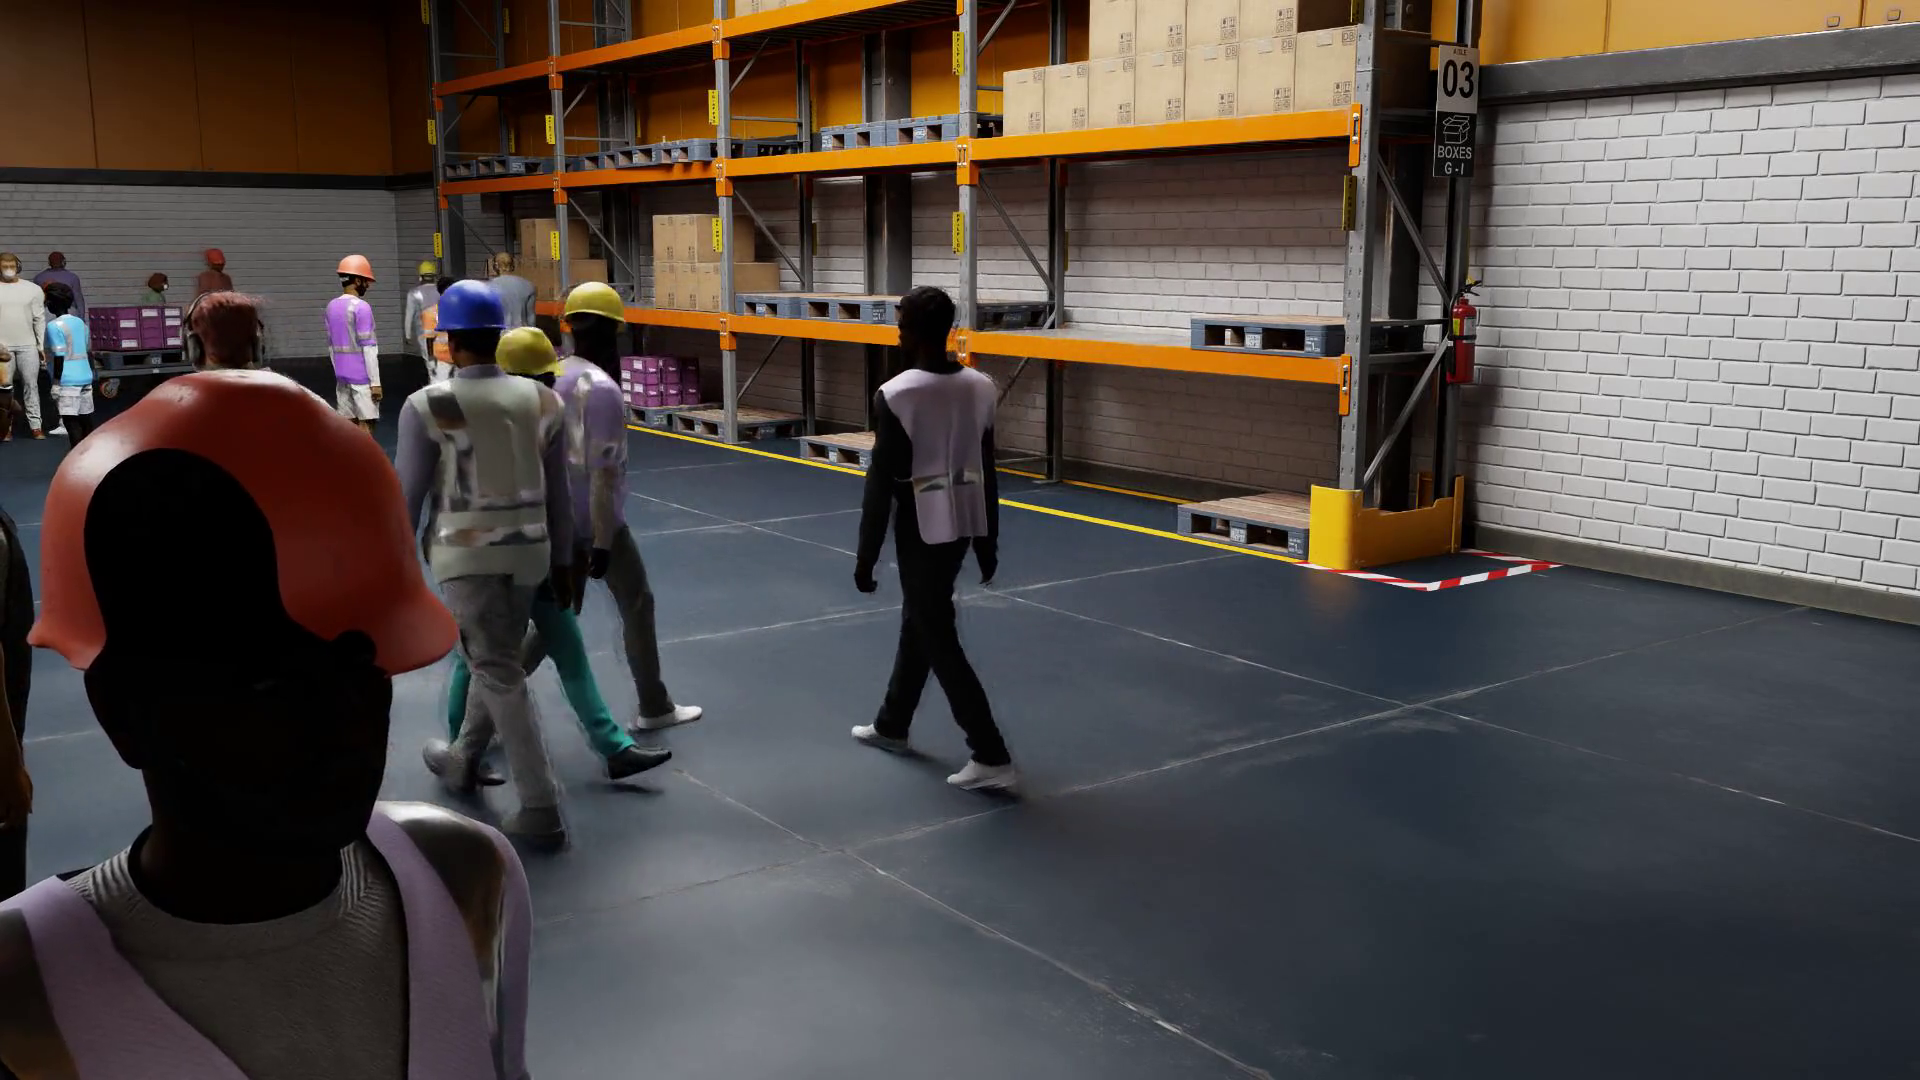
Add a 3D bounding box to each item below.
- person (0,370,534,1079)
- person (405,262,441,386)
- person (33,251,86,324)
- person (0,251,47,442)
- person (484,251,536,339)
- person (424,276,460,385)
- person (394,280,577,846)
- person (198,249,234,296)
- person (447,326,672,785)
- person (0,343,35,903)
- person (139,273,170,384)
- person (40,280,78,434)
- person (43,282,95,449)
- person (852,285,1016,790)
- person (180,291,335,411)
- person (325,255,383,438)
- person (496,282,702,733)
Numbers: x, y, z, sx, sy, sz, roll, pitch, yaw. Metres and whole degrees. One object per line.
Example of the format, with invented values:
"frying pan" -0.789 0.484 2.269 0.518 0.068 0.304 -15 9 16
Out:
"person" -0.485 0.843 1.252 0.360 1.939 0.543 6 12 31
"person" -6.834 -2.687 21.457 0.606 1.792 0.915 -8 13 -37
"person" -12.938 -3.198 23.980 0.653 1.904 0.405 -1 10 -6
"person" -9.693 -1.977 17.051 0.632 1.940 0.372 -7 12 -34
"person" -4.920 -2.170 18.144 0.627 1.935 0.371 -9 13 -40
"person" -5.200 -1.839 16.984 0.542 1.687 0.330 -10 14 -44
"person" -1.673 0.060 5.752 1.008 1.891 0.625 9 14 41
"person" -10.338 -3.122 23.447 0.991 1.928 0.664 1 10 8
"person" -1.543 0.091 6.072 0.940 1.716 0.526 4 11 21
"person" -2.237 0.443 3.763 0.326 1.842 0.517 -10 14 -44
"person" -11.231 -2.921 23.227 0.444 1.613 0.547 -1 10 -7
"person" -9.565 -1.938 17.689 0.286 1.631 0.500 3 11 17
"person" -7.549 -1.329 14.100 0.317 1.693 0.540 0 10 -2
"person" -0.110 -0.023 6.305 0.971 1.875 0.607 8 13 39
"person" -2.174 0.198 5.037 0.529 1.880 0.637 6 12 31
"person" -4.770 -1.288 13.214 0.543 1.932 0.365 7 13 36
"person" -1.557 -0.102 6.743 0.909 1.882 0.578 -9 13 -41
